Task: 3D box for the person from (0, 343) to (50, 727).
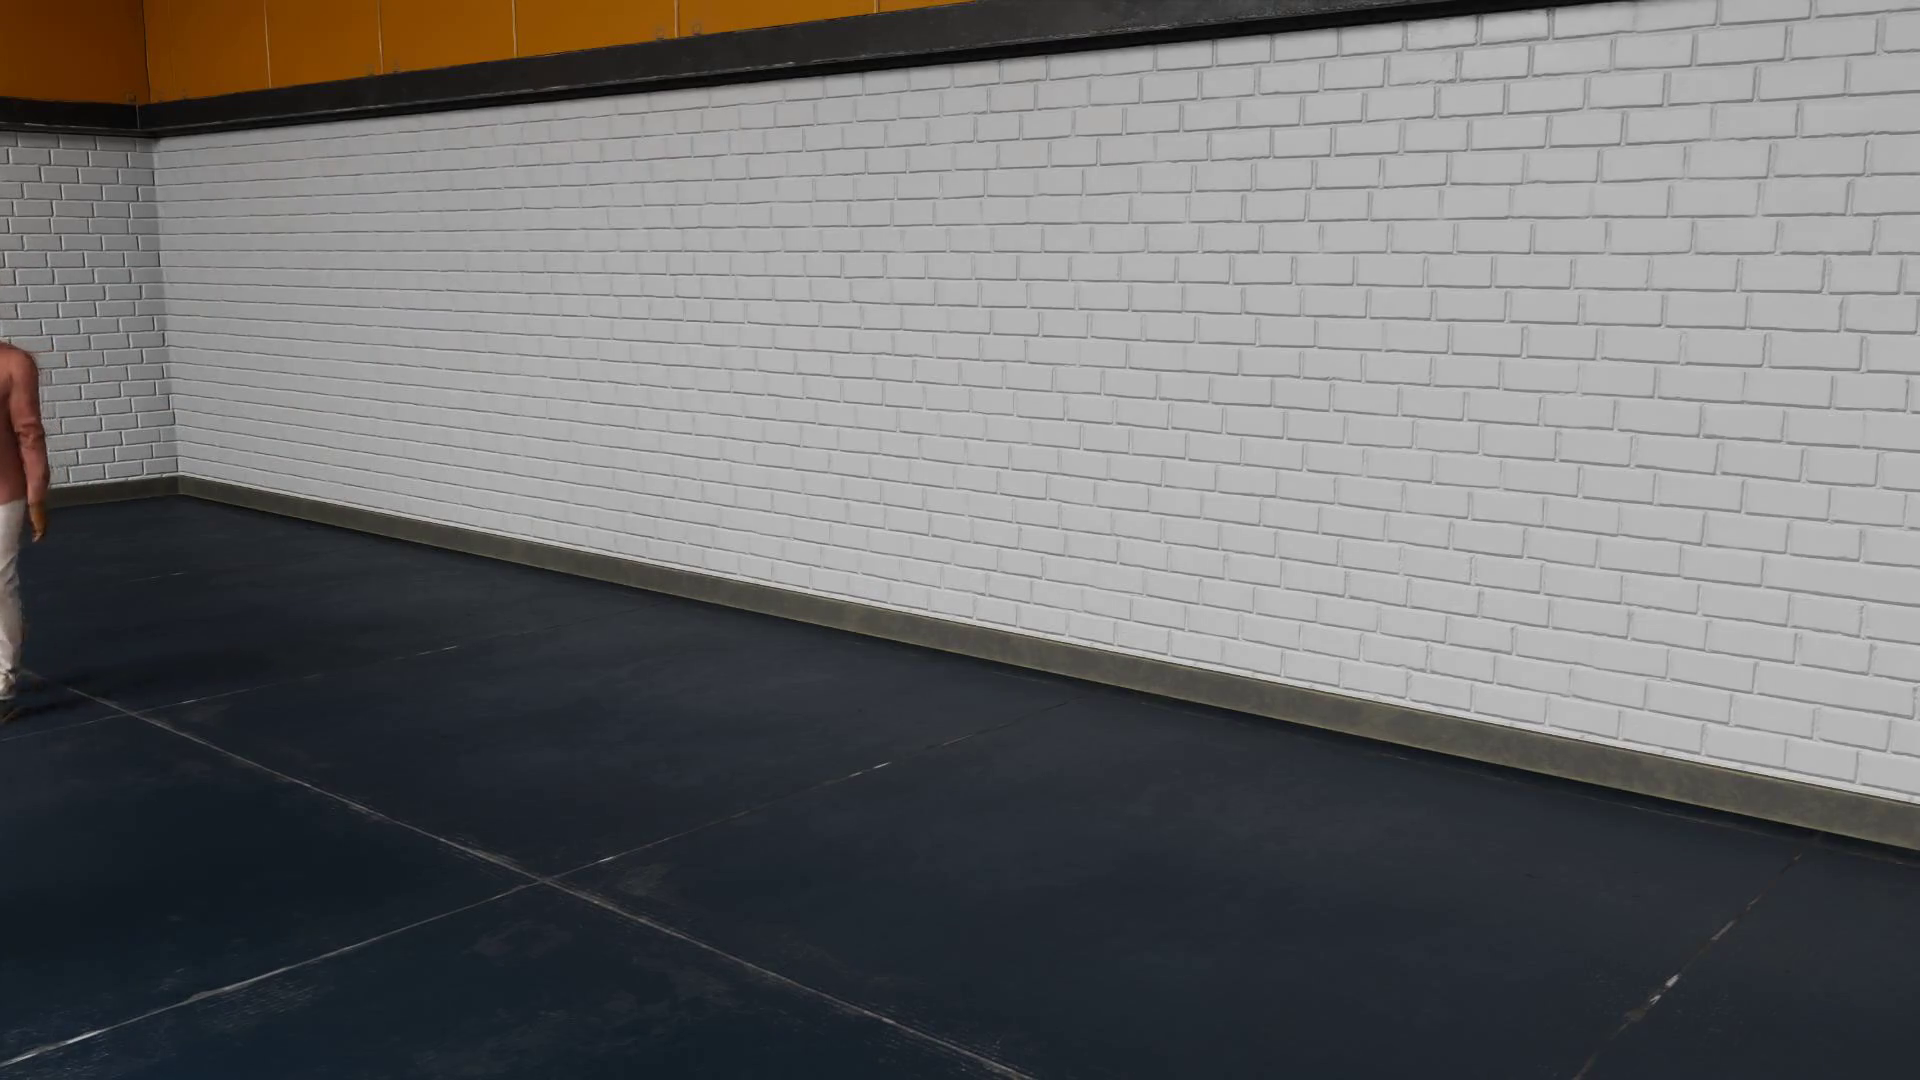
[{"bbox_3d":[-4.202,-0.209,7.142,0.625,1.980,0.650,-1,10,-6],"label":"person"}]
